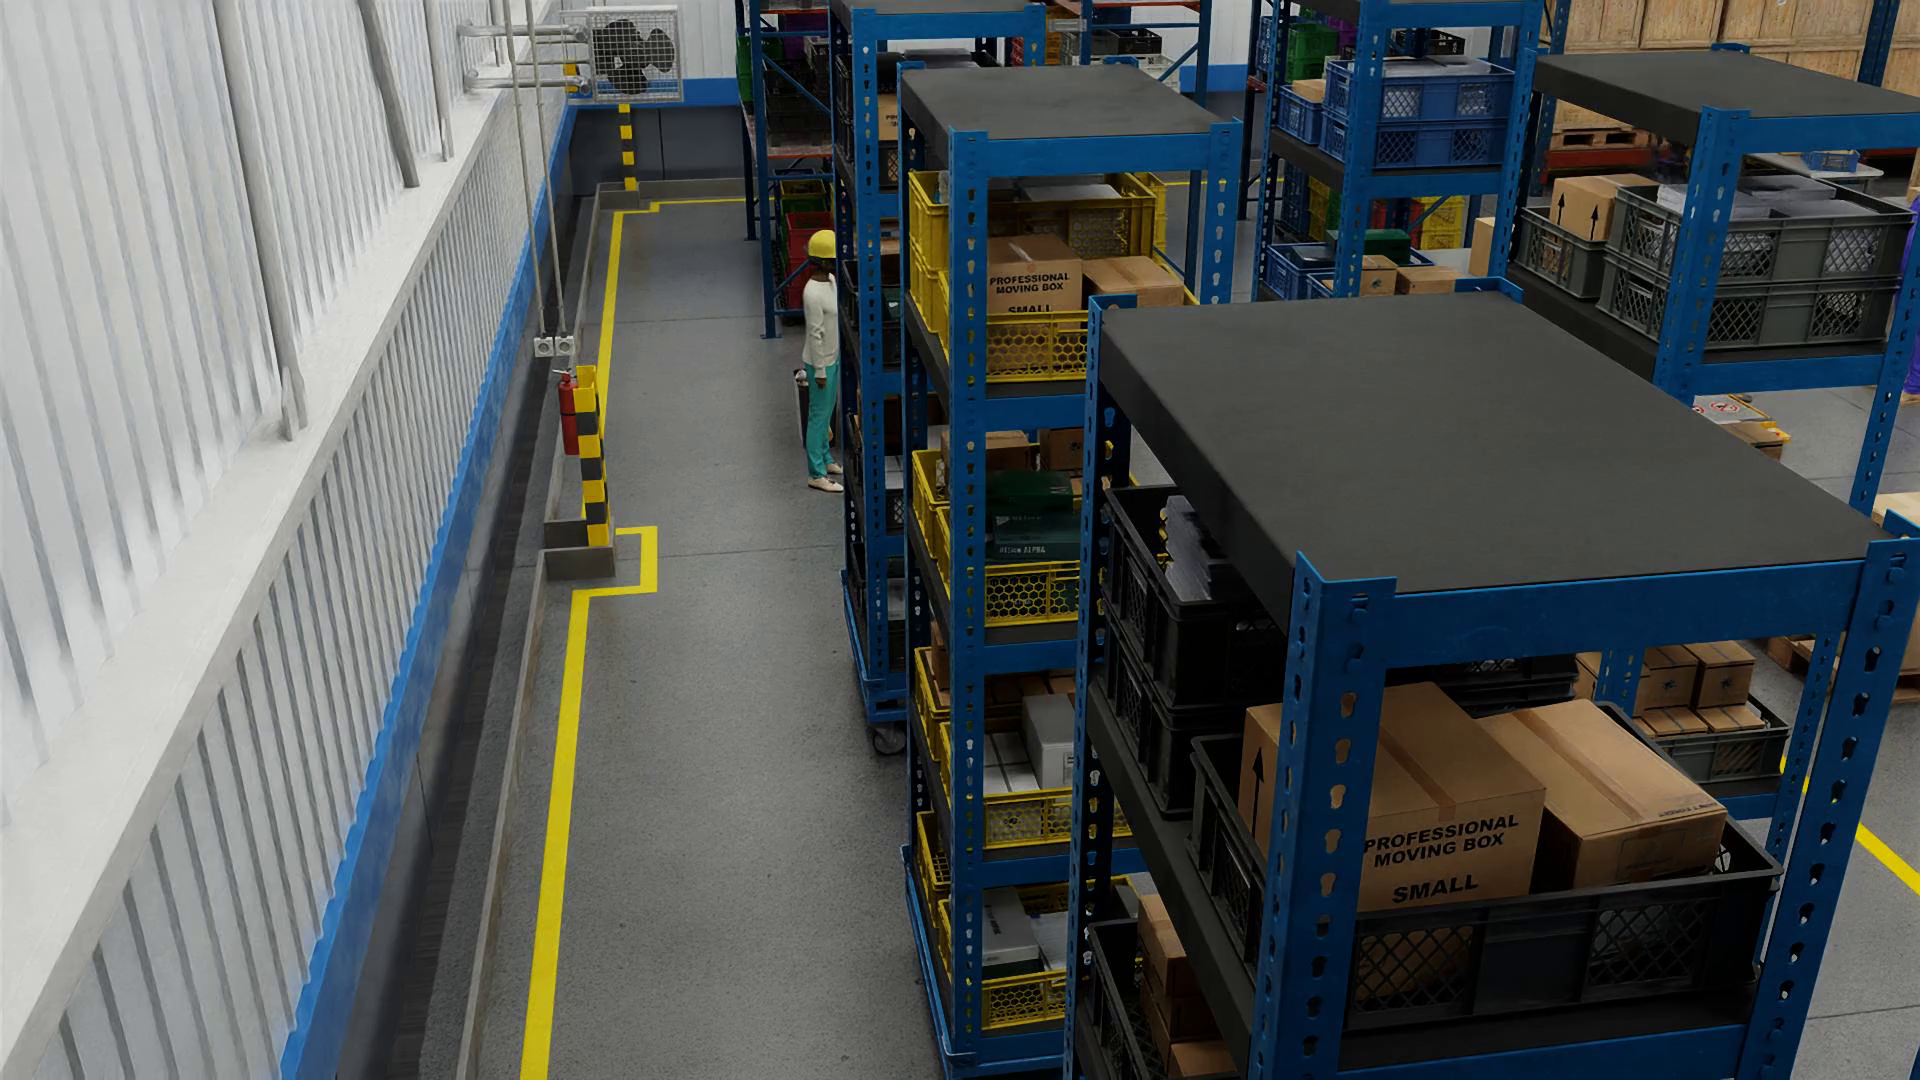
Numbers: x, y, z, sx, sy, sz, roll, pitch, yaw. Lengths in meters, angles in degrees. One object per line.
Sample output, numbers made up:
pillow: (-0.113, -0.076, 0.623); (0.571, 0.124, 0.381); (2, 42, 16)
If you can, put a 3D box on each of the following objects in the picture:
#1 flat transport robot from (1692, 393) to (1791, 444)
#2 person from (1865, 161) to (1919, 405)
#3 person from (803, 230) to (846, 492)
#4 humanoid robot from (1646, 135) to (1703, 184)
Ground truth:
flat transport robot: (5.224, -0.859, 12.132); (1.431, 0.197, 0.652); (-4, 25, -8)
person: (7.315, -2.058, 12.655); (0.535, 2.000, 0.681); (2, 25, 5)
person: (-0.881, -1.203, 11.120); (0.321, 1.767, 0.532); (3, 25, 7)
humanoid robot: (7.067, -3.580, 16.443); (0.596, 1.627, 0.755); (-5, 25, -10)
